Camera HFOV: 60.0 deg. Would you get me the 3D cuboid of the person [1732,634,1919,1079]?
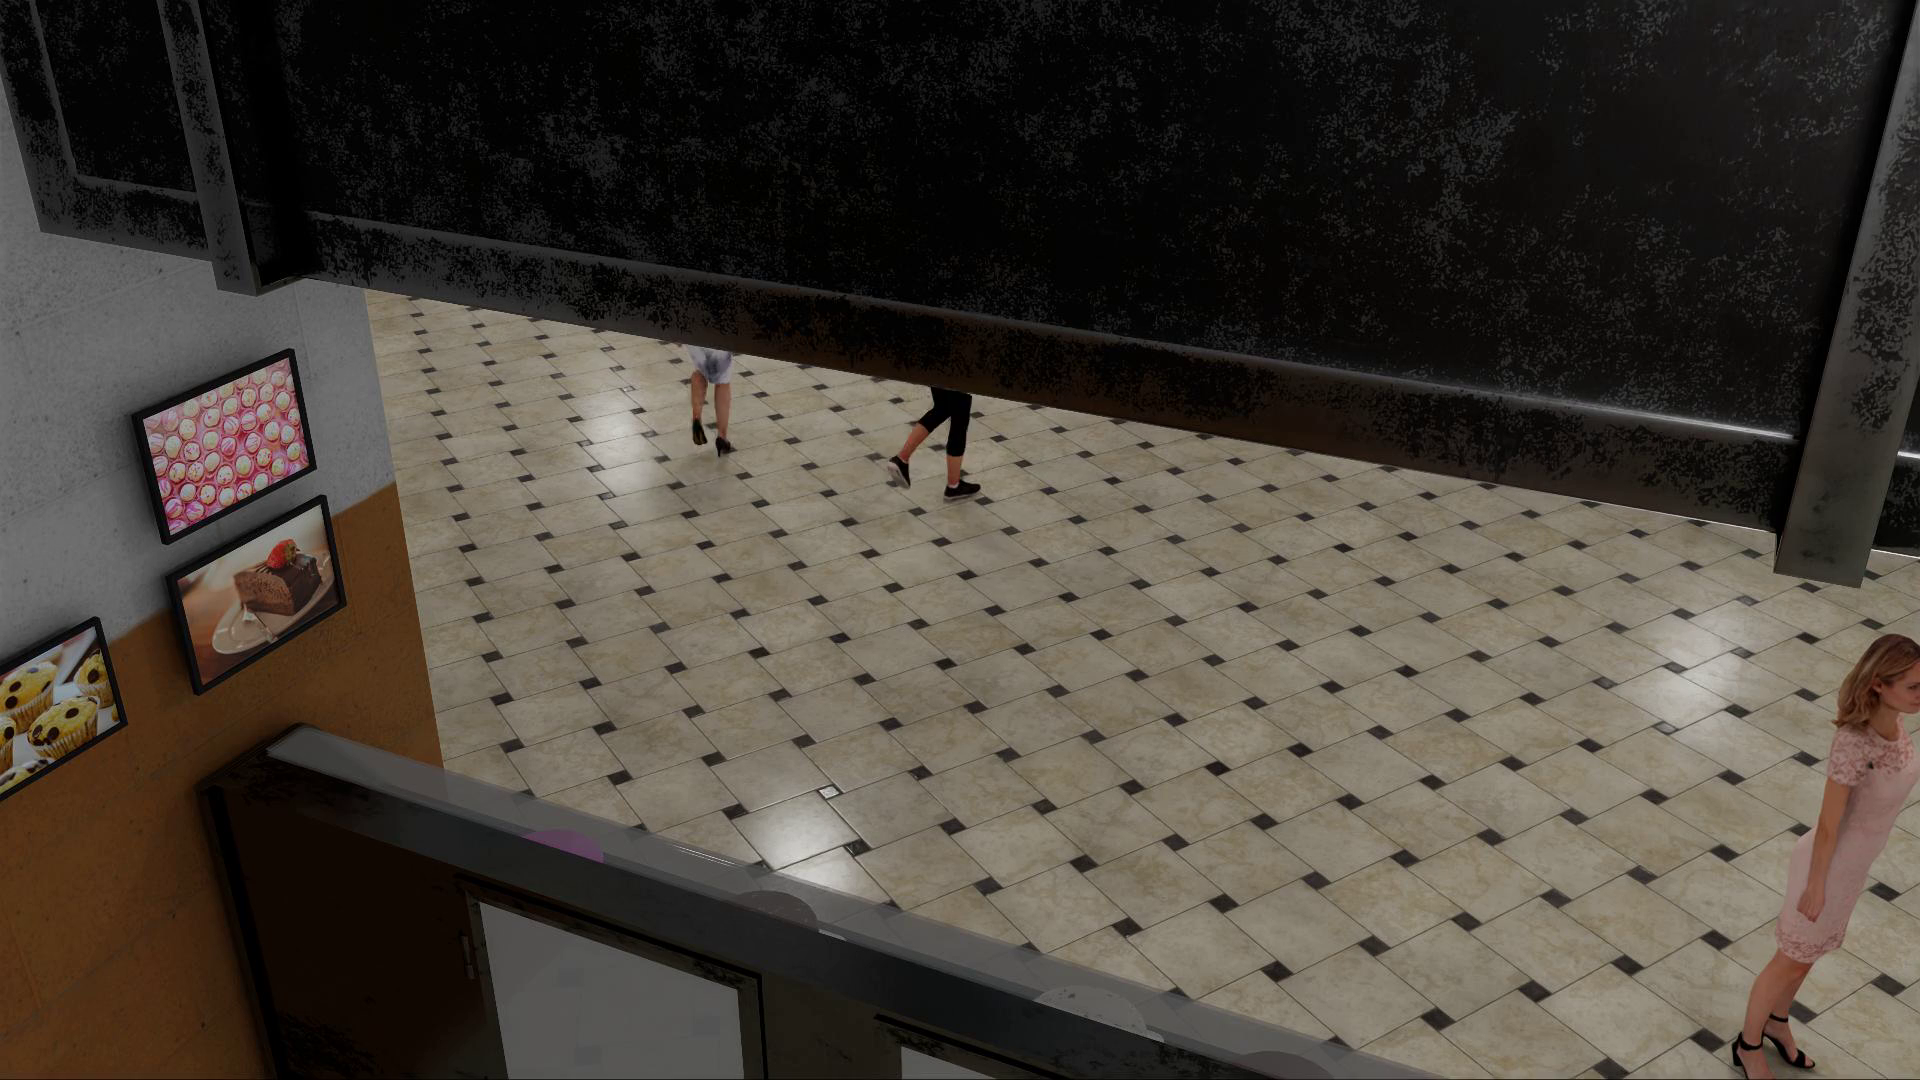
[{"bbox_3d":[2.980,1.115,5.697,0.581,1.829,0.708,-21,33,-35],"label":"person"}]
